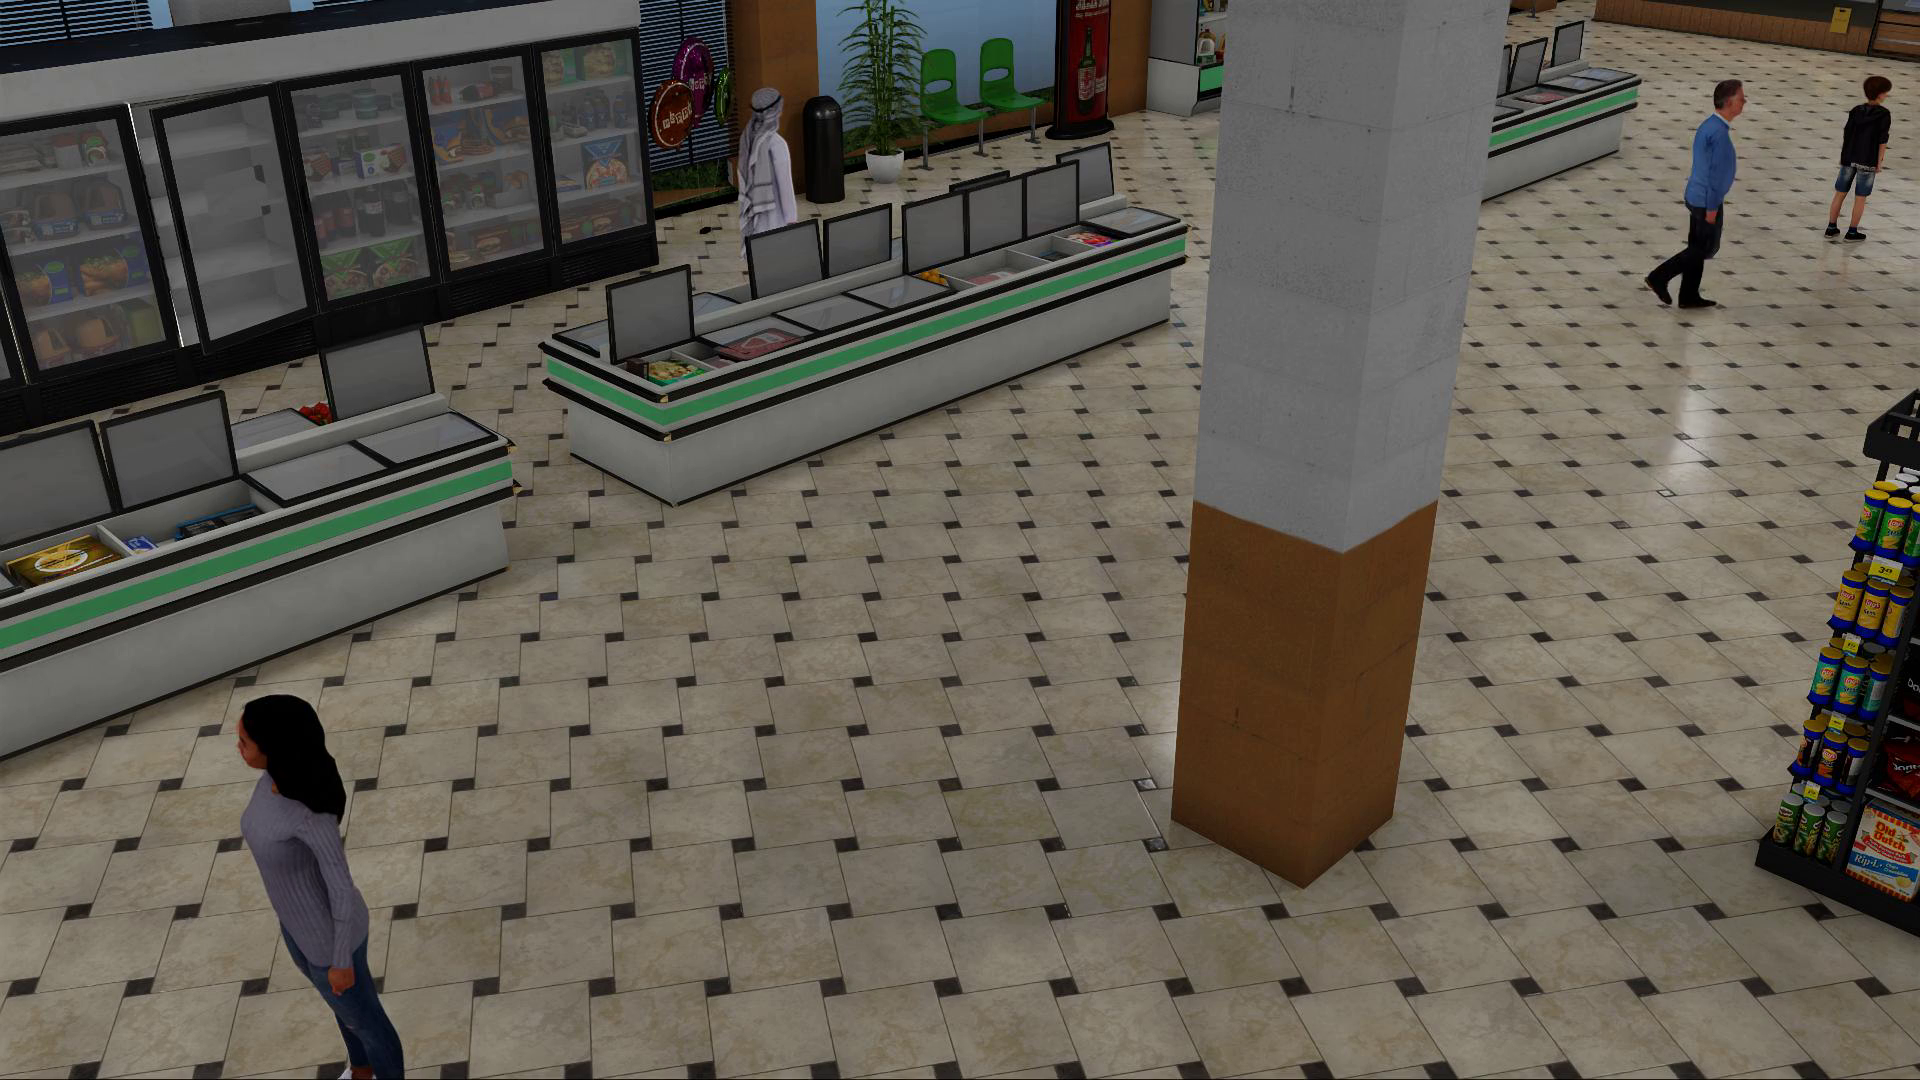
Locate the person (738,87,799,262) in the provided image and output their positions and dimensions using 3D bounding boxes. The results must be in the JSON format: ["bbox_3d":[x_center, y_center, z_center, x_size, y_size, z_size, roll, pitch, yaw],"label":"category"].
[{"bbox_3d":[-1.396,-2.357,12.248,0.603,1.925,0.689,-23,35,-38],"label":"person"}]

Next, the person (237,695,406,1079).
[{"bbox_3d":[-2.042,1.236,5.373,0.556,1.735,0.624,-20,33,-34],"label":"person"}]

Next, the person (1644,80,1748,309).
[{"bbox_3d":[5.760,-2.684,13.020,0.958,1.810,0.920,6,27,12],"label":"person"}]

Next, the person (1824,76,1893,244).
[{"bbox_3d":[8.029,-3.399,14.832,0.539,1.447,0.561,-19,33,-33],"label":"person"}]
